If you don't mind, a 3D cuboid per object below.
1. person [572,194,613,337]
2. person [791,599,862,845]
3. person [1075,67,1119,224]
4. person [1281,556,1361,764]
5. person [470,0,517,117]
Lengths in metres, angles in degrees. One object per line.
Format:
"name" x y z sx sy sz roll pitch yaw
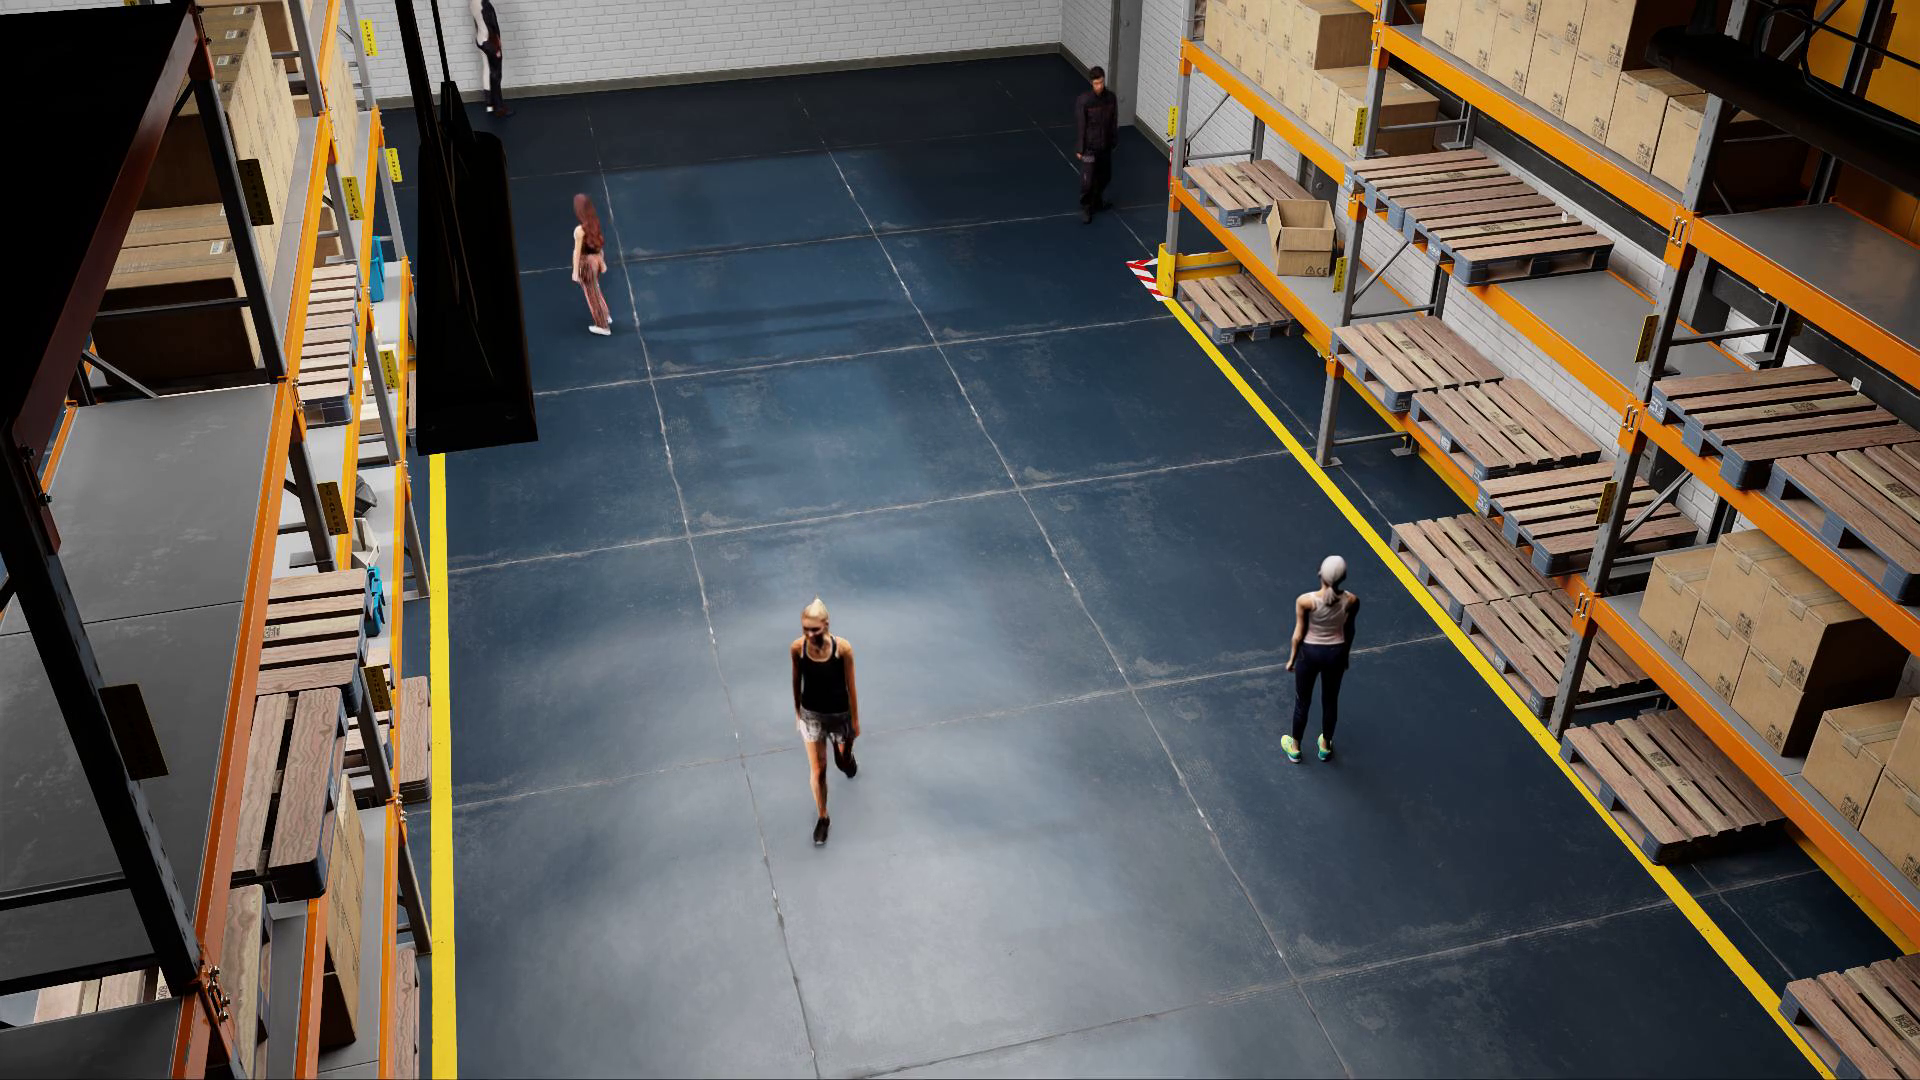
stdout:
"person" -3.781 -2.854 17.336 0.746 1.554 0.681 12 35 17
"person" -0.872 1.117 11.116 0.819 1.824 1.078 3 34 4
"person" 1.606 -4.726 19.835 0.968 1.905 0.880 -24 41 -32
"person" 2.526 0.842 11.640 0.638 1.702 0.599 -1 34 -2
"person" -6.532 -6.864 23.063 0.829 1.891 0.666 -22 39 -29
